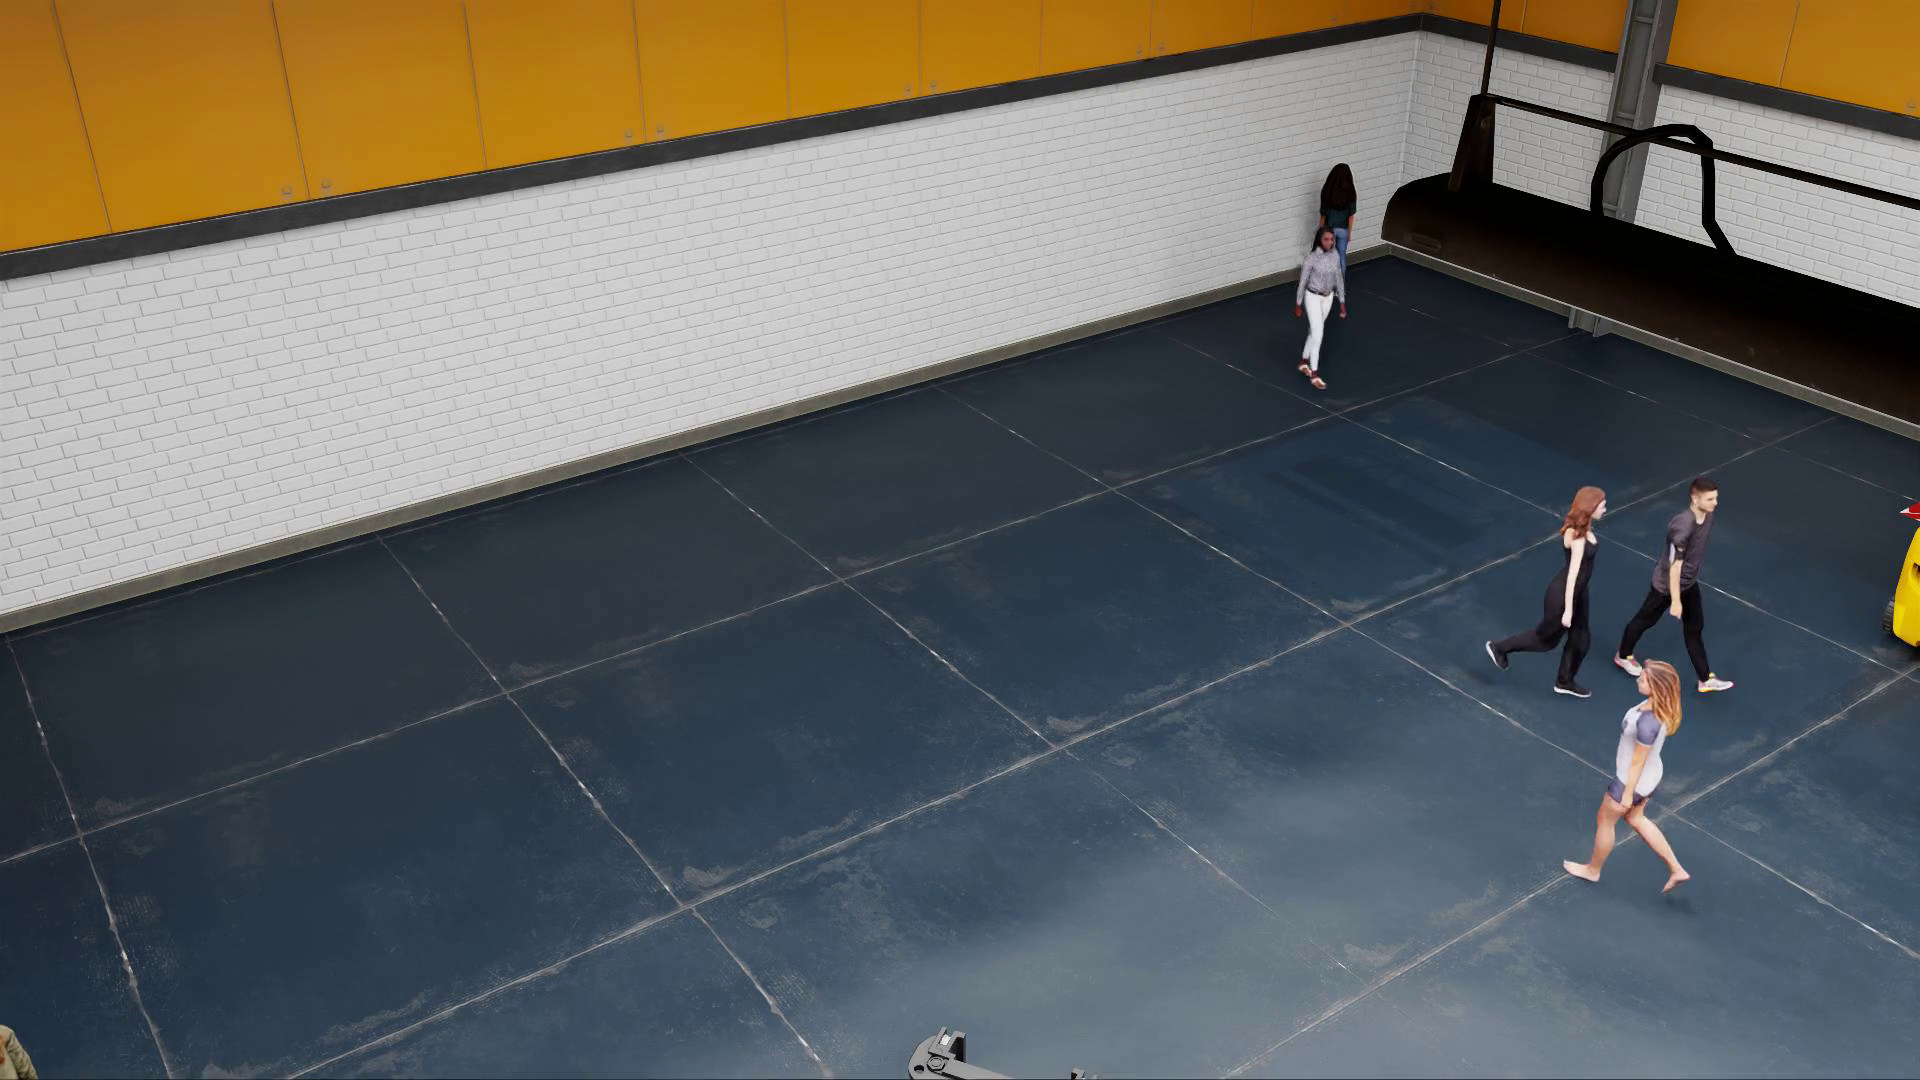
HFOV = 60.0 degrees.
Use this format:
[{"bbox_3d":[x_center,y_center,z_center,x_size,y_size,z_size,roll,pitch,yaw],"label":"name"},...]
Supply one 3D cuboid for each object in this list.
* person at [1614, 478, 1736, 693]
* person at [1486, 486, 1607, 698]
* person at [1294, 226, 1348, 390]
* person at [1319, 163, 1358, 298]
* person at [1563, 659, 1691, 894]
[{"bbox_3d":[5.293,0.308,12.490,0.691,1.720,1.108,-20,35,-33],"label":"person"},{"bbox_3d":[4.418,0.384,12.352,1.136,1.718,0.902,15,32,25],"label":"person"},{"bbox_3d":[3.766,-2.541,17.735,0.722,1.699,0.972,-13,31,-22],"label":"person"},{"bbox_3d":[4.512,-3.723,19.988,0.704,1.616,0.769,6,29,11],"label":"person"},{"bbox_3d":[4.278,1.498,10.316,1.034,1.712,0.773,20,35,33],"label":"person"}]
